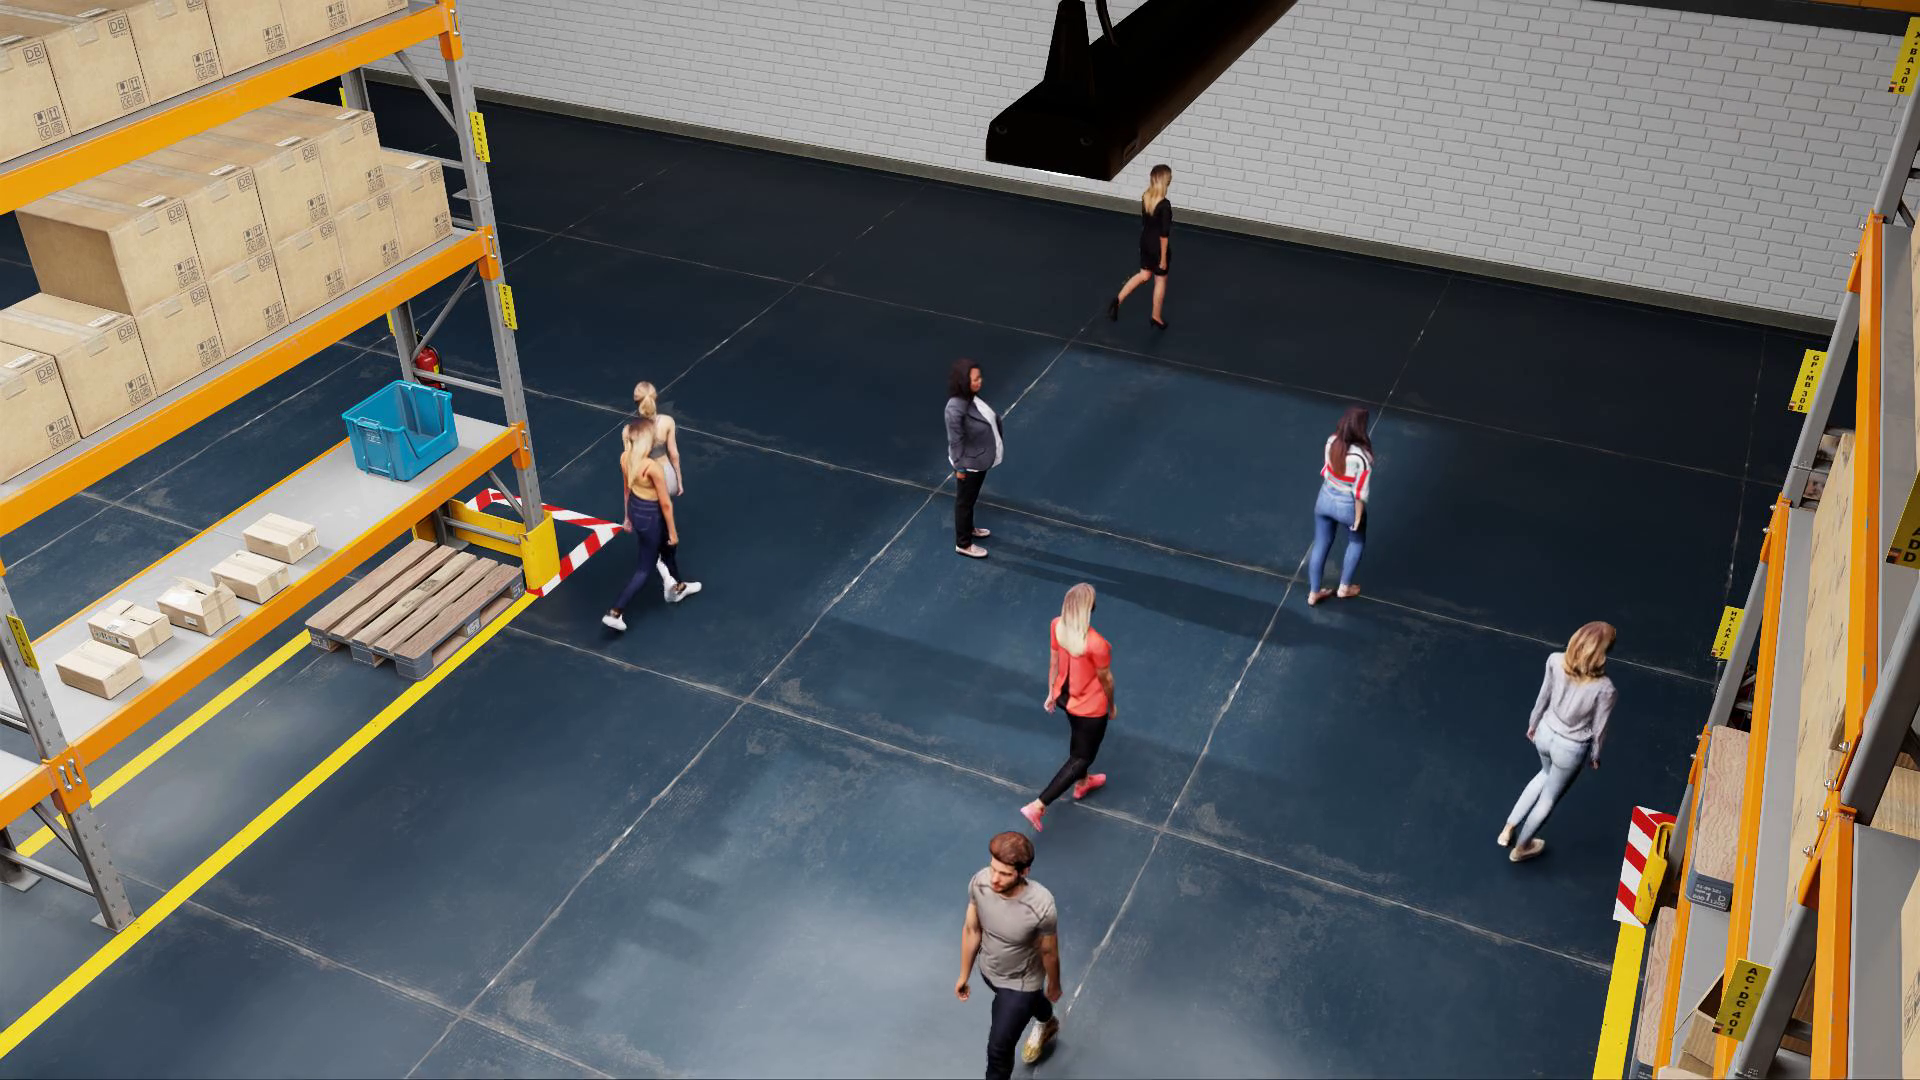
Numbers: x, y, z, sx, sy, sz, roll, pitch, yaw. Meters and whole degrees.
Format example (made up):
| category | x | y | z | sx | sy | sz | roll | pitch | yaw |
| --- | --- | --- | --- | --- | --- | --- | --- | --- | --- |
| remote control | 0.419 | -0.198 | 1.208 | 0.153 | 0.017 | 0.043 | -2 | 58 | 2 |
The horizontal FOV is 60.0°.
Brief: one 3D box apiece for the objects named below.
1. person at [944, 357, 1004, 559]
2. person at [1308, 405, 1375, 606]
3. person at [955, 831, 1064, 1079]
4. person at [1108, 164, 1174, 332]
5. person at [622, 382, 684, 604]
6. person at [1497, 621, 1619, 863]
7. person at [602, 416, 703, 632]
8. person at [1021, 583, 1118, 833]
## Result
| category | x | y | z | sx | sy | sz | roll | pitch | yaw |
| --- | --- | --- | --- | --- | --- | --- | --- | --- | --- |
| person | 0.066 | -0.638 | 12.545 | 0.807 | 1.600 | 0.697 | 5 | 34 | 7 |
| person | 2.665 | -0.212 | 11.904 | 0.697 | 1.599 | 0.730 | 26 | 42 | 34 |
| person | 0.301 | 2.086 | 8.227 | 0.837 | 1.843 | 1.283 | 22 | 40 | 30 |
| person | 1.748 | -2.703 | 15.593 | 0.967 | 1.664 | 0.872 | -15 | 36 | -21 |
| person | -2.183 | -0.335 | 12.015 | 1.009 | 1.681 | 1.028 | -14 | 36 | -20 |
| person | 3.408 | 1.233 | 9.569 | 0.833 | 1.778 | 0.771 | -21 | 39 | -28 |
| person | -2.248 | -0.079 | 11.710 | 1.202 | 1.592 | 0.870 | -27 | 42 | -35 |
| person | 0.661 | 1.030 | 9.971 | 1.124 | 1.670 | 0.883 | -25 | 41 | -33 |
